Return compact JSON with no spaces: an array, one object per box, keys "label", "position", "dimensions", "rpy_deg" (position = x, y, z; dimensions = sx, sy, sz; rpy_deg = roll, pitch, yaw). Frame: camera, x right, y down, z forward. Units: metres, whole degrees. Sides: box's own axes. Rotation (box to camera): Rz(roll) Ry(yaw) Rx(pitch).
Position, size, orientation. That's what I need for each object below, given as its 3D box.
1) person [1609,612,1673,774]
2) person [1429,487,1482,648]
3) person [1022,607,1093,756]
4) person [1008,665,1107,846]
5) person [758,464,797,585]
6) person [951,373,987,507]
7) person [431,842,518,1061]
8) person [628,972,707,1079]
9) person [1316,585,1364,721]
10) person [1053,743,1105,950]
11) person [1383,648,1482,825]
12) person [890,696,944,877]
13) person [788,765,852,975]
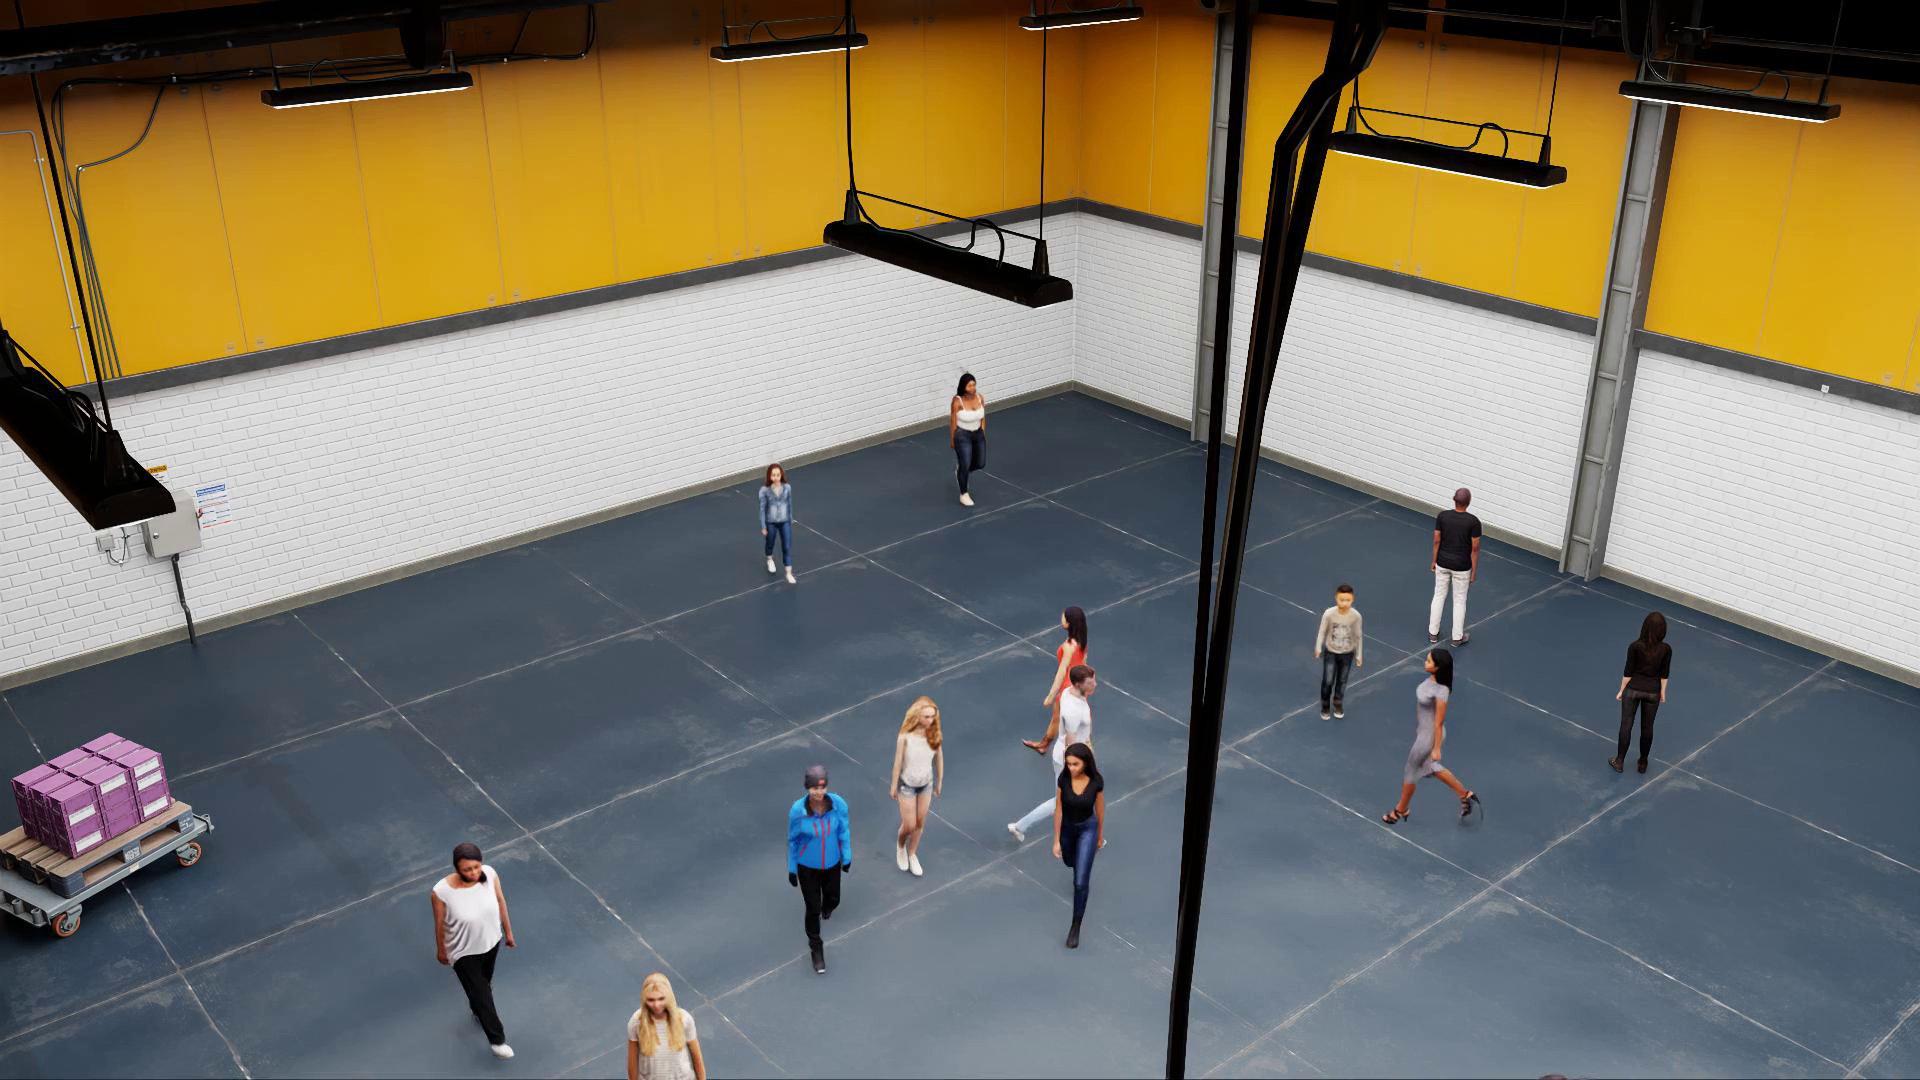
[{"label":"person","position":[6.404,1.428,15.604],"dimensions":[0.637,1.642,0.711],"rpy_deg":[4,24,8]},{"label":"person","position":[5.349,0.281,18.024],"dimensions":[0.640,1.804,0.780],"rpy_deg":[15,28,30]},{"label":"person","position":[1.132,1.434,15.526],"dimensions":[1.077,1.692,0.897],"rpy_deg":[8,25,18]},{"label":"person","position":[0.841,1.892,14.326],"dimensions":[1.179,1.814,1.119],"rpy_deg":[1,24,3]},{"label":"person","position":[-2.188,-0.232,19.654],"dimensions":[0.815,1.438,1.075],"rpy_deg":[-9,25,-19]},{"label":"person","position":[0.057,-1.344,21.756],"dimensions":[0.731,1.793,0.885],"rpy_deg":[-12,26,-26]},{"label":"person","position":[-3.580,2.915,12.181],"dimensions":[1.036,1.658,0.725],"rpy_deg":[22,32,40]},{"label":"person","position":[-1.890,3.496,10.704],"dimensions":[0.951,1.777,1.232],"rpy_deg":[-7,25,-16]},{"label":"person","position":[3.791,1.079,16.640],"dimensions":[0.684,1.450,0.736],"rpy_deg":[0,24,0]},{"label":"person","position":[0.947,2.344,13.435],"dimensions":[1.137,1.699,1.115],"rpy_deg":[4,24,10]},{"label":"person","position":[4.239,1.771,14.677],"dimensions":[1.119,1.754,1.042],"rpy_deg":[3,24,7]},{"label":"person","position":[-0.413,2.053,14.060],"dimensions":[0.681,1.732,0.731],"rpy_deg":[-10,25,-21]},{"label":"person","position":[-1.106,2.485,13.015],"dimensions":[0.936,1.778,1.074],"rpy_deg":[-2,24,-5]}]
